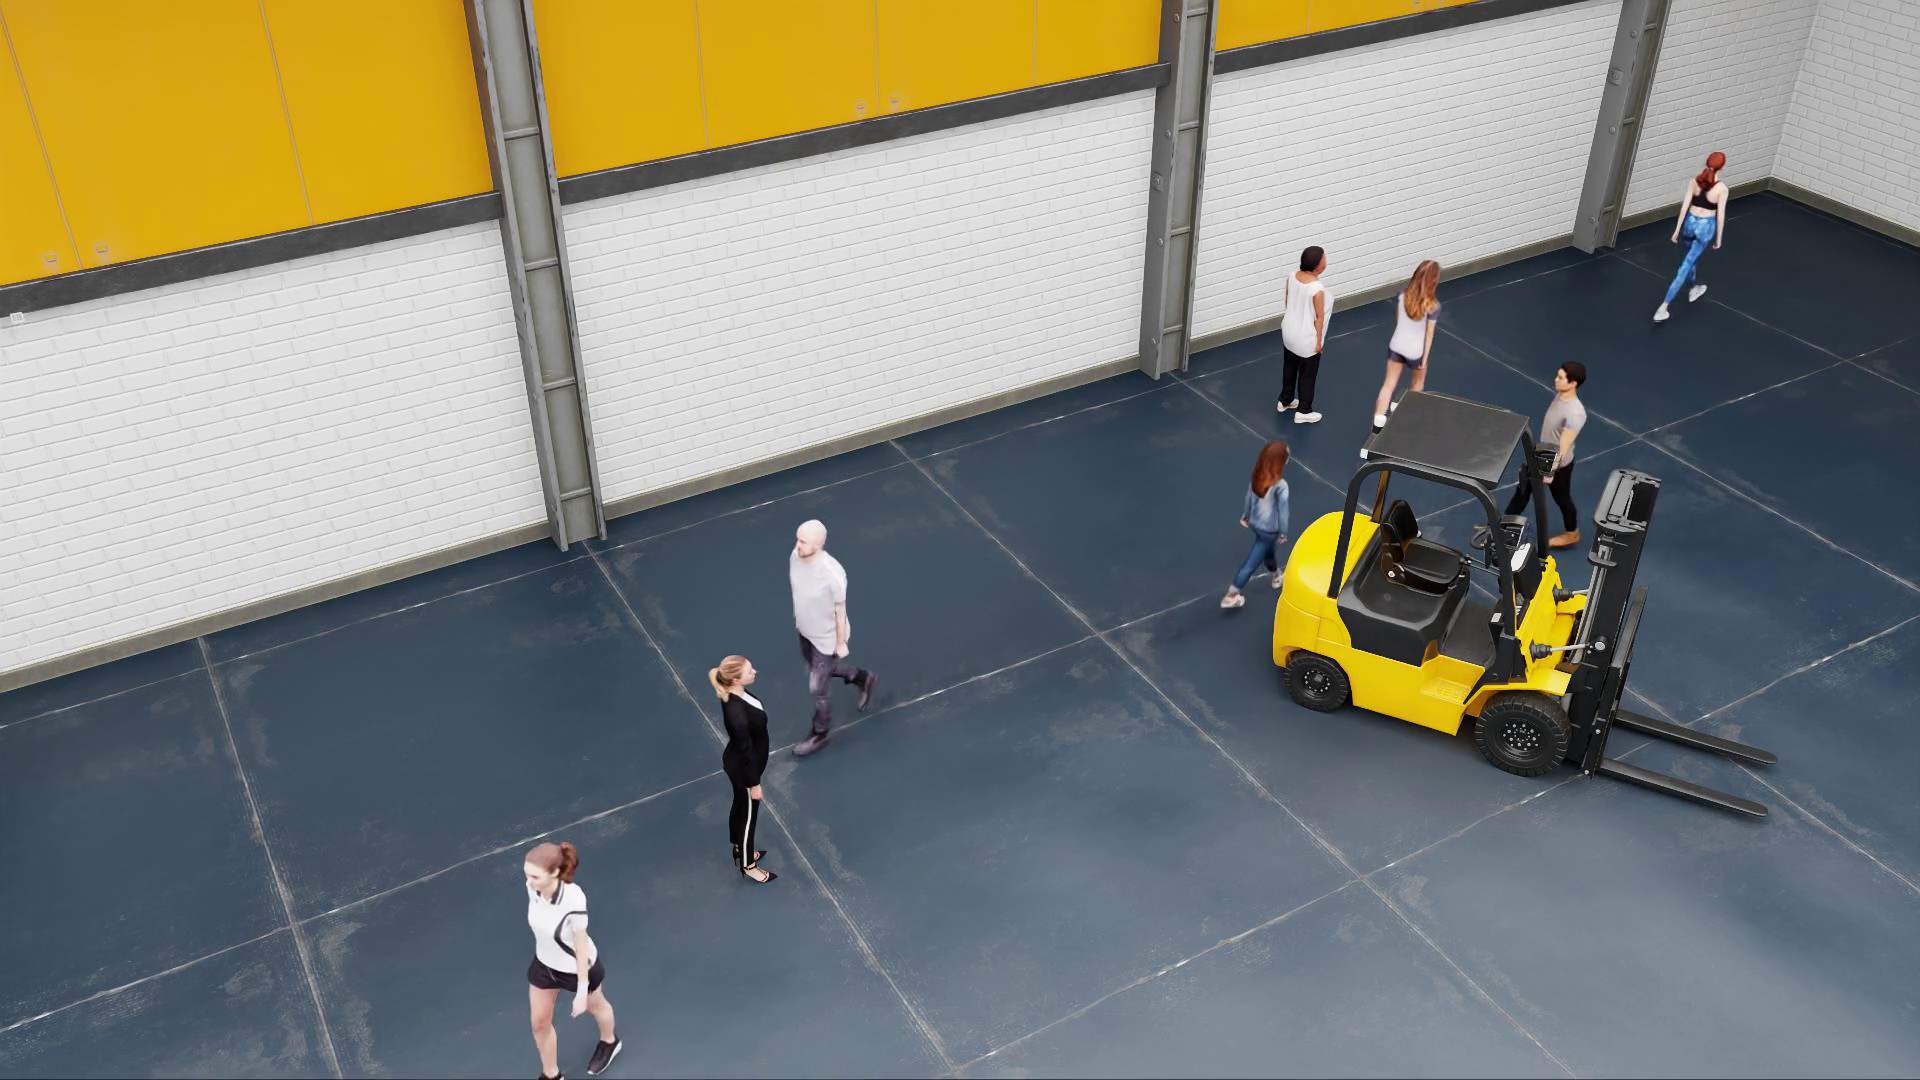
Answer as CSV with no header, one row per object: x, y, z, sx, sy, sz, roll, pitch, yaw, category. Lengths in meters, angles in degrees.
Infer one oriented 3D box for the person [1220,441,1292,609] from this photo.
2.273,-0.081,12.701,0.987,1.439,0.579,-18,38,-25,person

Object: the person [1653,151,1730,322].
7.429,-3.030,16.876,1.280,1.729,0.765,-26,42,-34,person

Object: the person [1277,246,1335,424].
3.161,-1.899,15.212,0.625,1.687,0.667,-14,36,-20,person

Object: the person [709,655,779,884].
-1.335,1.404,10.225,0.606,1.707,0.656,-11,35,-15,person

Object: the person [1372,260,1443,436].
3.951,-1.656,14.854,0.845,1.679,1.149,27,42,35,person

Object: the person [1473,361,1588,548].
4.842,-0.638,13.322,1.194,1.679,0.980,-1,34,-1,person

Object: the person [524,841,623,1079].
-2.045,2.235,8.954,0.832,1.730,0.943,14,36,20,person

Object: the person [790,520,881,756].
-0.862,0.612,11.326,1.089,1.807,0.781,-27,42,-34,person
